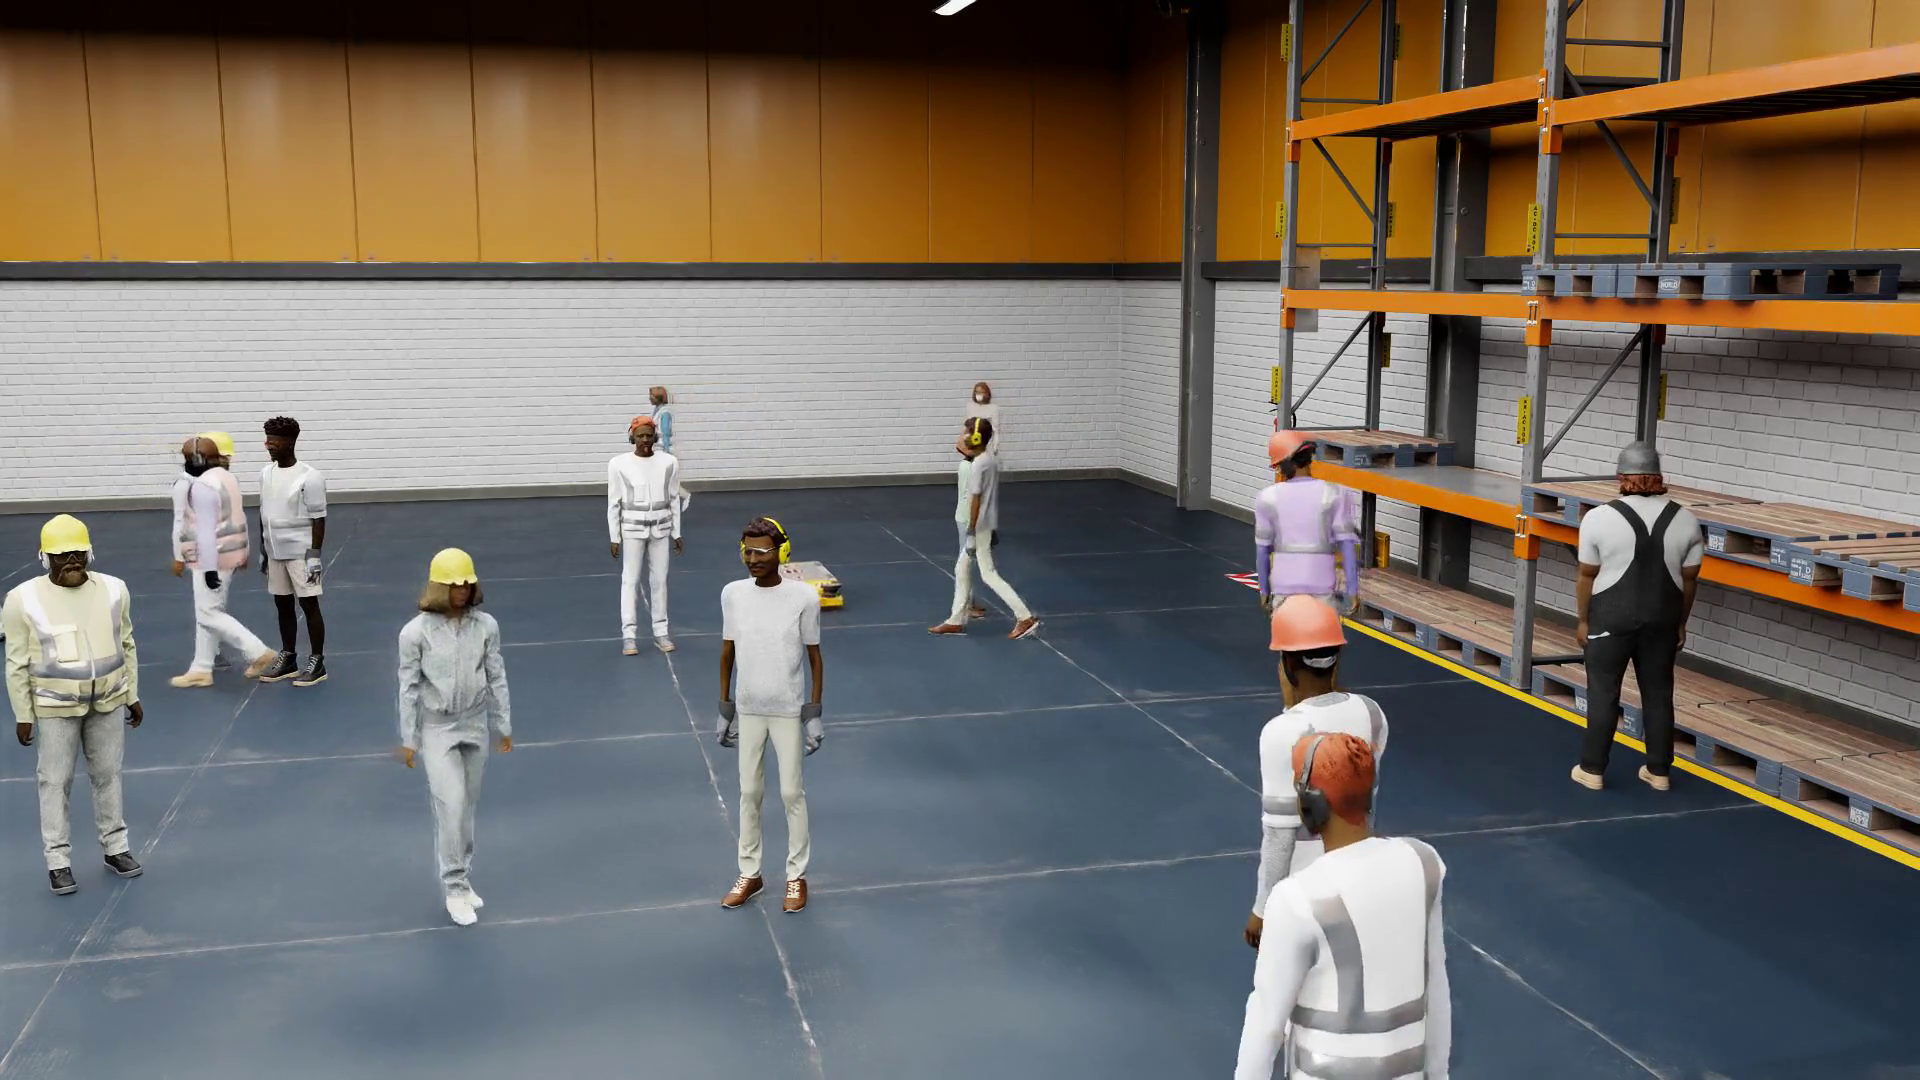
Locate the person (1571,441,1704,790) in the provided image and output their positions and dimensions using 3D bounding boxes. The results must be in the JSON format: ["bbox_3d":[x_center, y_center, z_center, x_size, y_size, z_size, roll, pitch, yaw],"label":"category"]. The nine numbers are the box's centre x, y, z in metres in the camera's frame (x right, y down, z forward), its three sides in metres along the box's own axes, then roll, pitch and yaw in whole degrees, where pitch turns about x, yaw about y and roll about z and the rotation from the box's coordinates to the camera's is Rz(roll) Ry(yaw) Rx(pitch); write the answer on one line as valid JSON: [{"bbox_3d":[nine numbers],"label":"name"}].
[{"bbox_3d":[3.893,0.427,9.657,0.682,2.000,0.536,0,9,3],"label":"person"}]

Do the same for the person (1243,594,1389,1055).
[{"bbox_3d":[1.156,1.139,5.556,0.542,1.931,0.375,-7,11,-37],"label":"person"}]

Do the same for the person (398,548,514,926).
[{"bbox_3d":[-2.274,0.898,7.665,0.592,1.723,0.506,8,12,41],"label":"person"}]

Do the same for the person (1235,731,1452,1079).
[{"bbox_3d":[0.969,1.384,4.331,0.592,1.823,1.027,-6,11,-35],"label":"person"}]

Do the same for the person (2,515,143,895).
[{"bbox_3d":[-4.284,0.782,8.087,0.404,1.831,0.600,8,12,41],"label":"person"}]

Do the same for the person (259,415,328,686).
[{"bbox_3d":[-4.862,0.076,12.078,0.607,1.966,0.367,4,10,24],"label":"person"}]

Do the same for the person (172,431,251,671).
[{"bbox_3d":[-5.581,0.083,12.531,0.597,1.800,0.605,3,10,19],"label":"person"}]

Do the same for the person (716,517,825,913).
[{"bbox_3d":[-0.893,0.812,7.786,0.537,1.869,0.314,2,9,12],"label":"person"}]

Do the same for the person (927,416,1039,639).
[{"bbox_3d":[0.207,-0.095,13.567,0.918,1.836,0.530,2,9,11],"label":"person"}]

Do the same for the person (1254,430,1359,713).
[{"bbox_3d":[2.261,0.303,10.602,0.792,1.989,0.479,4,10,22],"label":"person"}]

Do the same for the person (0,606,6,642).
[{"bbox_3d":[-8.004,-0.003,13.355,0.947,1.710,0.519,6,11,32],"label":"person"}]

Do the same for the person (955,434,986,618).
[{"bbox_3d":[0.096,-0.147,14.503,0.282,1.633,0.499,0,9,3],"label":"person"}]

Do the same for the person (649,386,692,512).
[{"bbox_3d":[-3.608,-1.079,20.337,0.506,1.621,0.527,-5,10,-27],"label":"person"}]

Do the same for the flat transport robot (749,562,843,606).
[{"bbox_3d":[-1.531,0.396,15.357,0.652,0.197,1.431,-2,9,-14],"label":"flat transport robot"}]

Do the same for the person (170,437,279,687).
[{"bbox_3d":[-5.309,0.179,11.892,0.820,1.821,0.713,-1,9,-8],"label":"person"}]

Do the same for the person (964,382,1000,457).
[{"bbox_3d":[0.238,-1.177,20.979,0.529,1.604,0.695,4,10,23],"label":"person"}]

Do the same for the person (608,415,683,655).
[{"bbox_3d":[-2.470,-0.043,13.076,0.585,1.882,0.337,-4,10,-26],"label":"person"}]
